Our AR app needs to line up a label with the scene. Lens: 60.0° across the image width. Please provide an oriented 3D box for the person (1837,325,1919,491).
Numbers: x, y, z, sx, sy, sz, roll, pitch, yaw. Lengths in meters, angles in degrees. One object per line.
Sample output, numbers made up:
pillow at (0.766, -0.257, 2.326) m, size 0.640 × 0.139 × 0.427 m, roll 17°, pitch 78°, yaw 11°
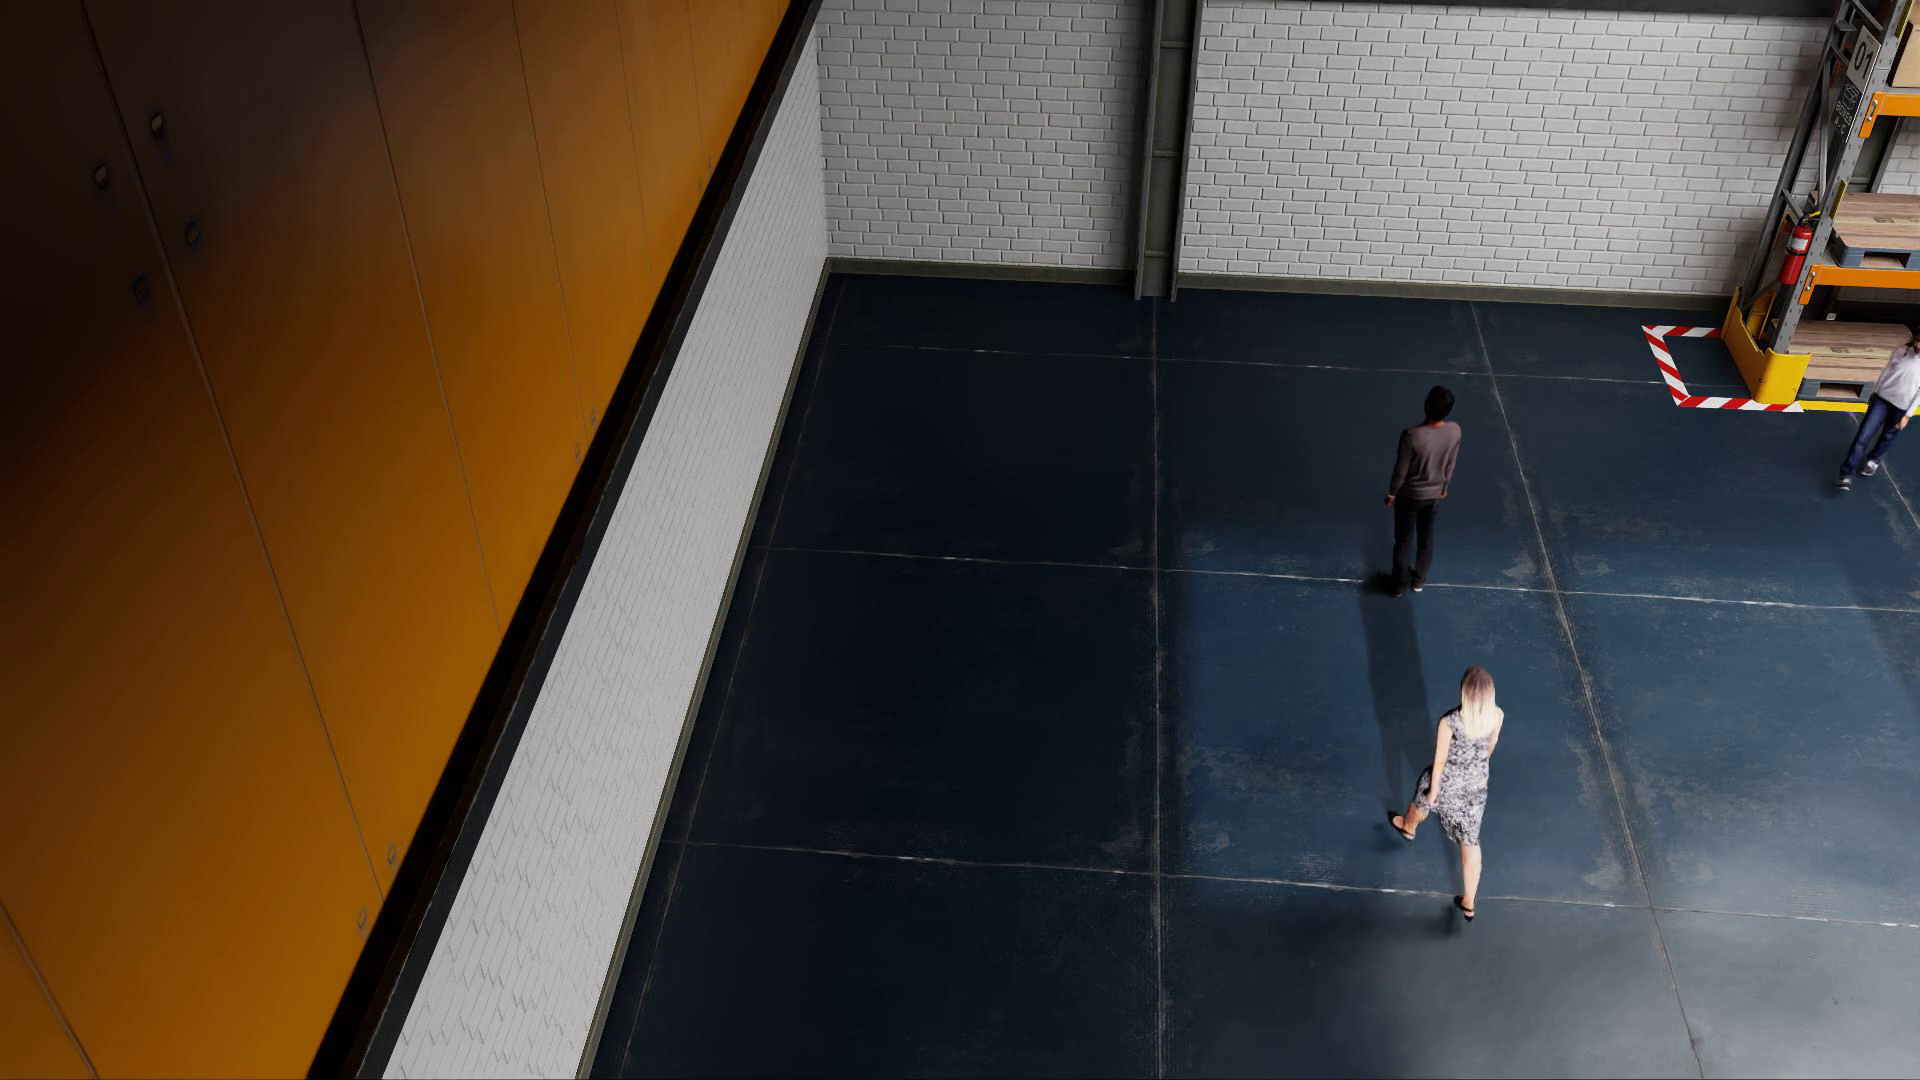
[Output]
person at (7.436, -1.110, 13.169) m, size 1.005 × 1.514 × 0.955 m, roll 28°, pitch 47°, yaw 31°

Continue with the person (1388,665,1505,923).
person at (2.963, 1.513, 9.774) m, size 1.160 × 1.652 × 0.856 m, roll -6°, pitch 39°, yaw -7°

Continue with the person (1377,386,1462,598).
person at (3.320, -0.343, 12.005) m, size 0.581 × 1.768 × 0.758 m, roll 16°, pitch 41°, yaw 19°
